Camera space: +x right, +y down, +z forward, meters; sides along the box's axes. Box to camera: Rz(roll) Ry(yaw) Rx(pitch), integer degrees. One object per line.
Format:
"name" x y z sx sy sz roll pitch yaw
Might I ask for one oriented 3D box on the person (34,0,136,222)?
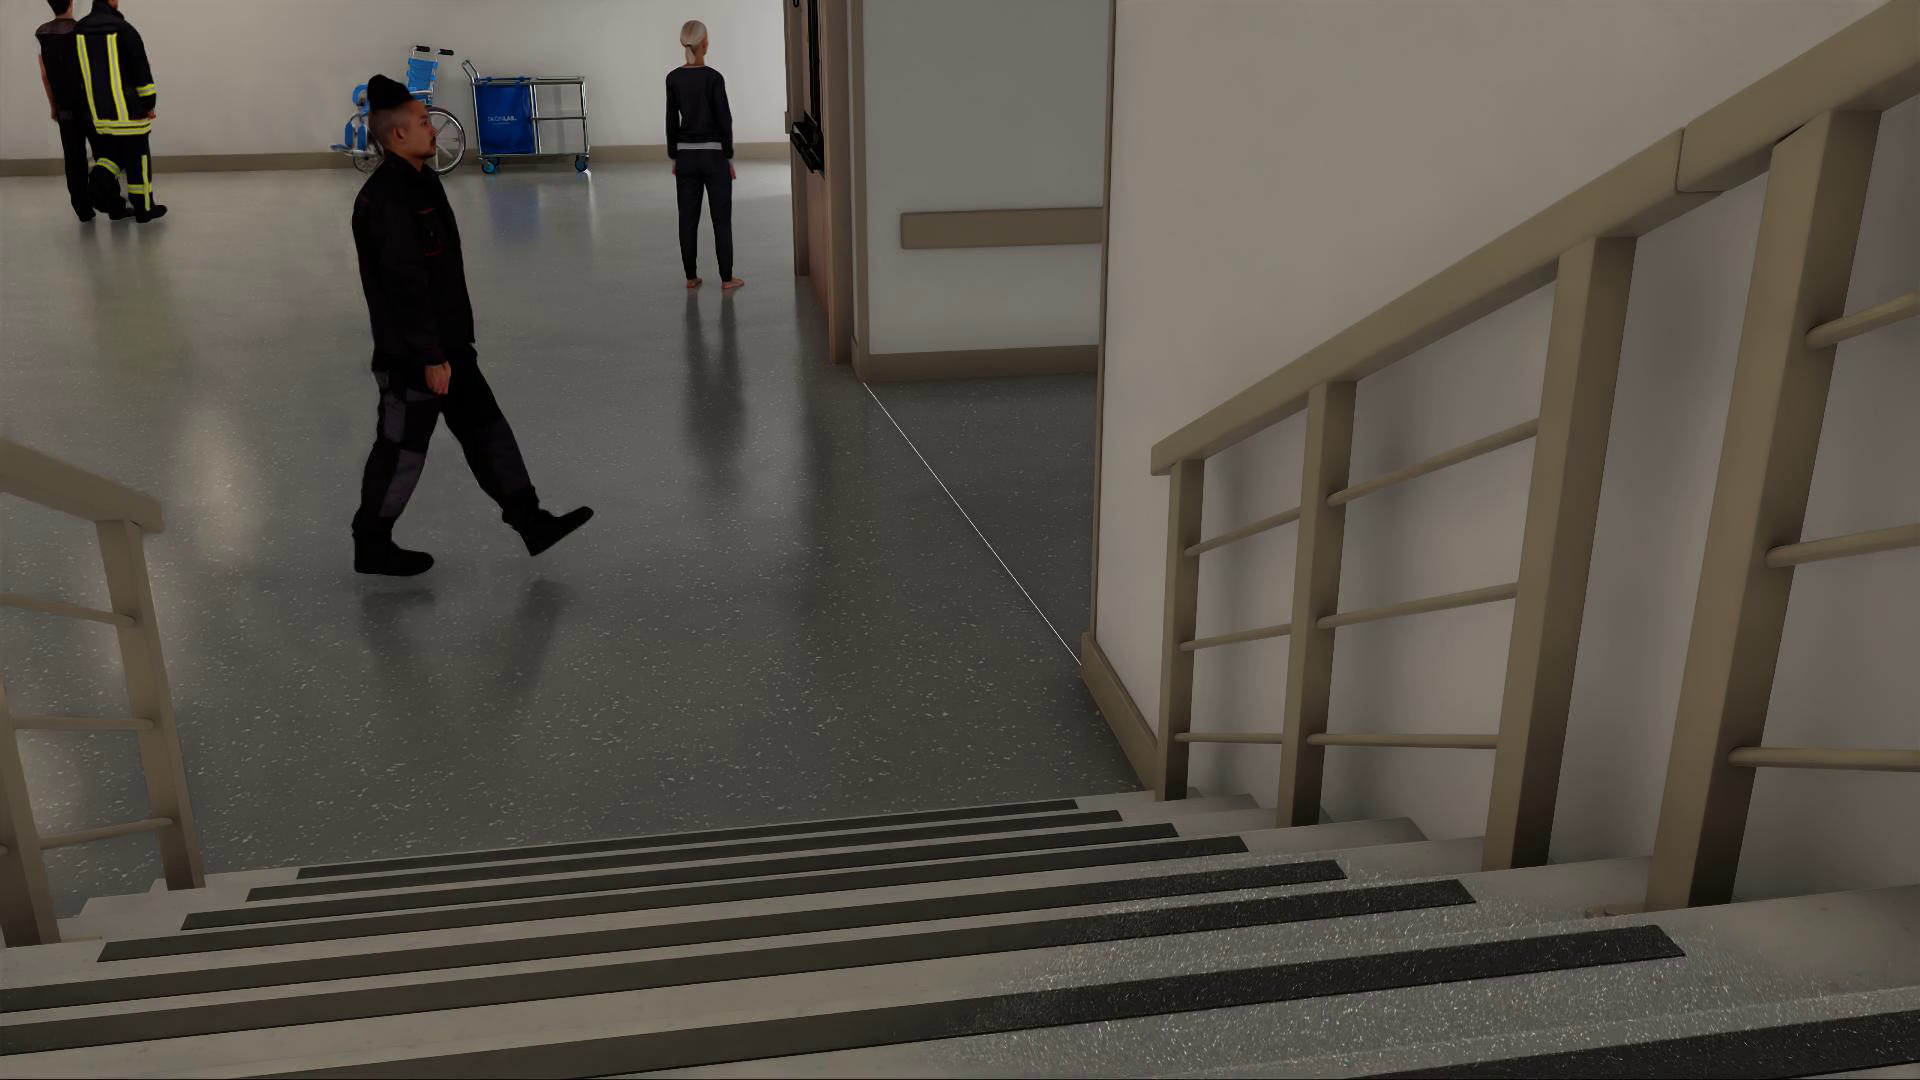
"person" -7.063 -3.504 13.351 0.661 1.848 0.581 -2 21 -5

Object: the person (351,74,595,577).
"person" -2.030 -0.709 6.014 0.913 1.818 1.084 -1 21 -3

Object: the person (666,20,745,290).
"person" -1.698 -2.530 10.951 0.677 1.726 0.653 5 21 12

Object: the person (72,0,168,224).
"person" -6.696 -3.450 13.117 0.985 1.913 1.069 6 21 14
